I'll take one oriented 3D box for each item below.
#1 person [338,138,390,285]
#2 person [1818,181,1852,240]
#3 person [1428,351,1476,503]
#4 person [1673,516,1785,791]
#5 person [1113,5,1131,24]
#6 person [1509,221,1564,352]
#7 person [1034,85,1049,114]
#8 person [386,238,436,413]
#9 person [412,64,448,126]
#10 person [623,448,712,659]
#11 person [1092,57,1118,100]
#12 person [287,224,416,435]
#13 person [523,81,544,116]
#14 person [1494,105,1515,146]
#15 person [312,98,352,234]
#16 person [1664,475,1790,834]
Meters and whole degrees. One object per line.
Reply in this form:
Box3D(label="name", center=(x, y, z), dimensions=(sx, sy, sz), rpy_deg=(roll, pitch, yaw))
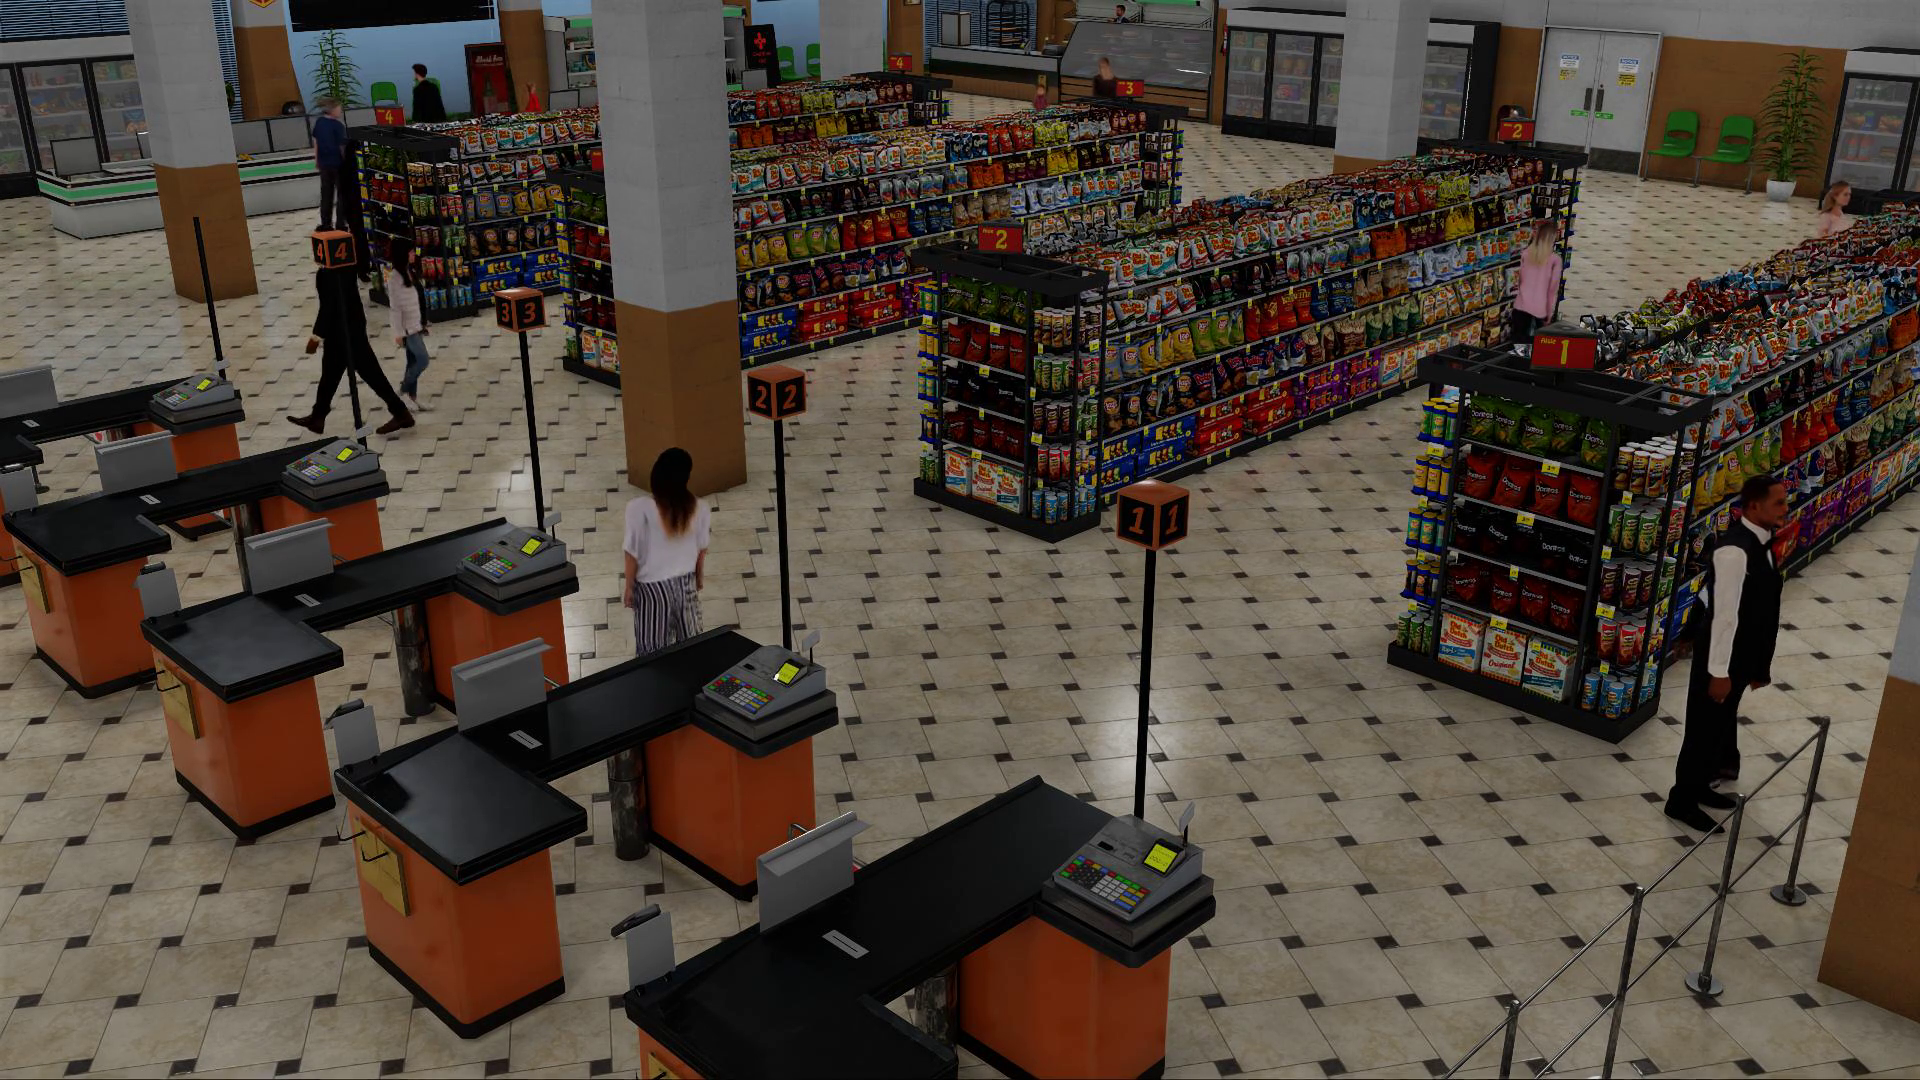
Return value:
Box3D(label="person", center=(-7.250, -3.929, 20.030), dimensions=(0.801, 1.742, 0.828), rpy_deg=(6, 23, 15))
Box3D(label="person", center=(8.754, -2.777, 17.076), dimensions=(0.887, 1.805, 0.794), rpy_deg=(-10, 24, -24))
Box3D(label="person", center=(3.860, -0.910, 13.152), dimensions=(0.598, 1.268, 0.638), rpy_deg=(7, 23, 17))
Box3D(label="person", center=(4.214, 0.605, 8.938), dimensions=(0.868, 1.597, 0.814), rpy_deg=(-4, 22, -9))
Box3D(label="person", center=(3.711, -11.415, 38.494), dimensions=(0.629, 1.866, 0.549), rpy_deg=(20, 30, 41))
Box3D(label="person", center=(5.379, -2.145, 15.726), dimensions=(0.609, 1.640, 1.067), rpy_deg=(20, 29, 40))
Box3D(label="person", center=(1.528, -8.018, 31.177), dimensions=(0.491, 1.018, 0.550), rpy_deg=(1, 22, 2))
Box3D(label="person", center=(-5.141, -1.960, 15.281), dimensions=(0.785, 1.629, 0.735), rpy_deg=(-2, 22, -4))
Box3D(label="person", center=(-8.391, -6.625, 26.611), dimensions=(1.060, 1.837, 1.208), rpy_deg=(10, 24, 23))
Box3D(label="person", center=(-1.735, 0.301, 9.625), dimensions=(0.899, 1.651, 0.651), rpy_deg=(19, 28, 38))
Box3D(label="person", center=(2.551, -7.550, 29.137), dimensions=(1.143, 1.670, 1.057), rpy_deg=(-5, 22, -13))
Box3D(label="person", center=(-5.251, -1.778, 14.550), dimensions=(1.411, 1.834, 1.168), rpy_deg=(-6, 23, -14))
Box3D(label="person", center=(-7.616, -7.471, 29.499), dimensions=(0.892, 1.253, 0.508), rpy_deg=(-20, 29, -41))
Box3D(label="person", center=(7.502, -5.178, 23.160), dimensions=(0.700, 1.726, 0.572), rpy_deg=(8, 23, 20))
Box3D(label="person", center=(-8.663, -5.127, 22.882), dimensions=(0.854, 1.838, 0.806), rpy_deg=(4, 22, 10))
Box3D(label="person", center=(3.970, 0.565, 8.610), dimensions=(0.795, 1.917, 0.571), rpy_deg=(15, 26, 32))
